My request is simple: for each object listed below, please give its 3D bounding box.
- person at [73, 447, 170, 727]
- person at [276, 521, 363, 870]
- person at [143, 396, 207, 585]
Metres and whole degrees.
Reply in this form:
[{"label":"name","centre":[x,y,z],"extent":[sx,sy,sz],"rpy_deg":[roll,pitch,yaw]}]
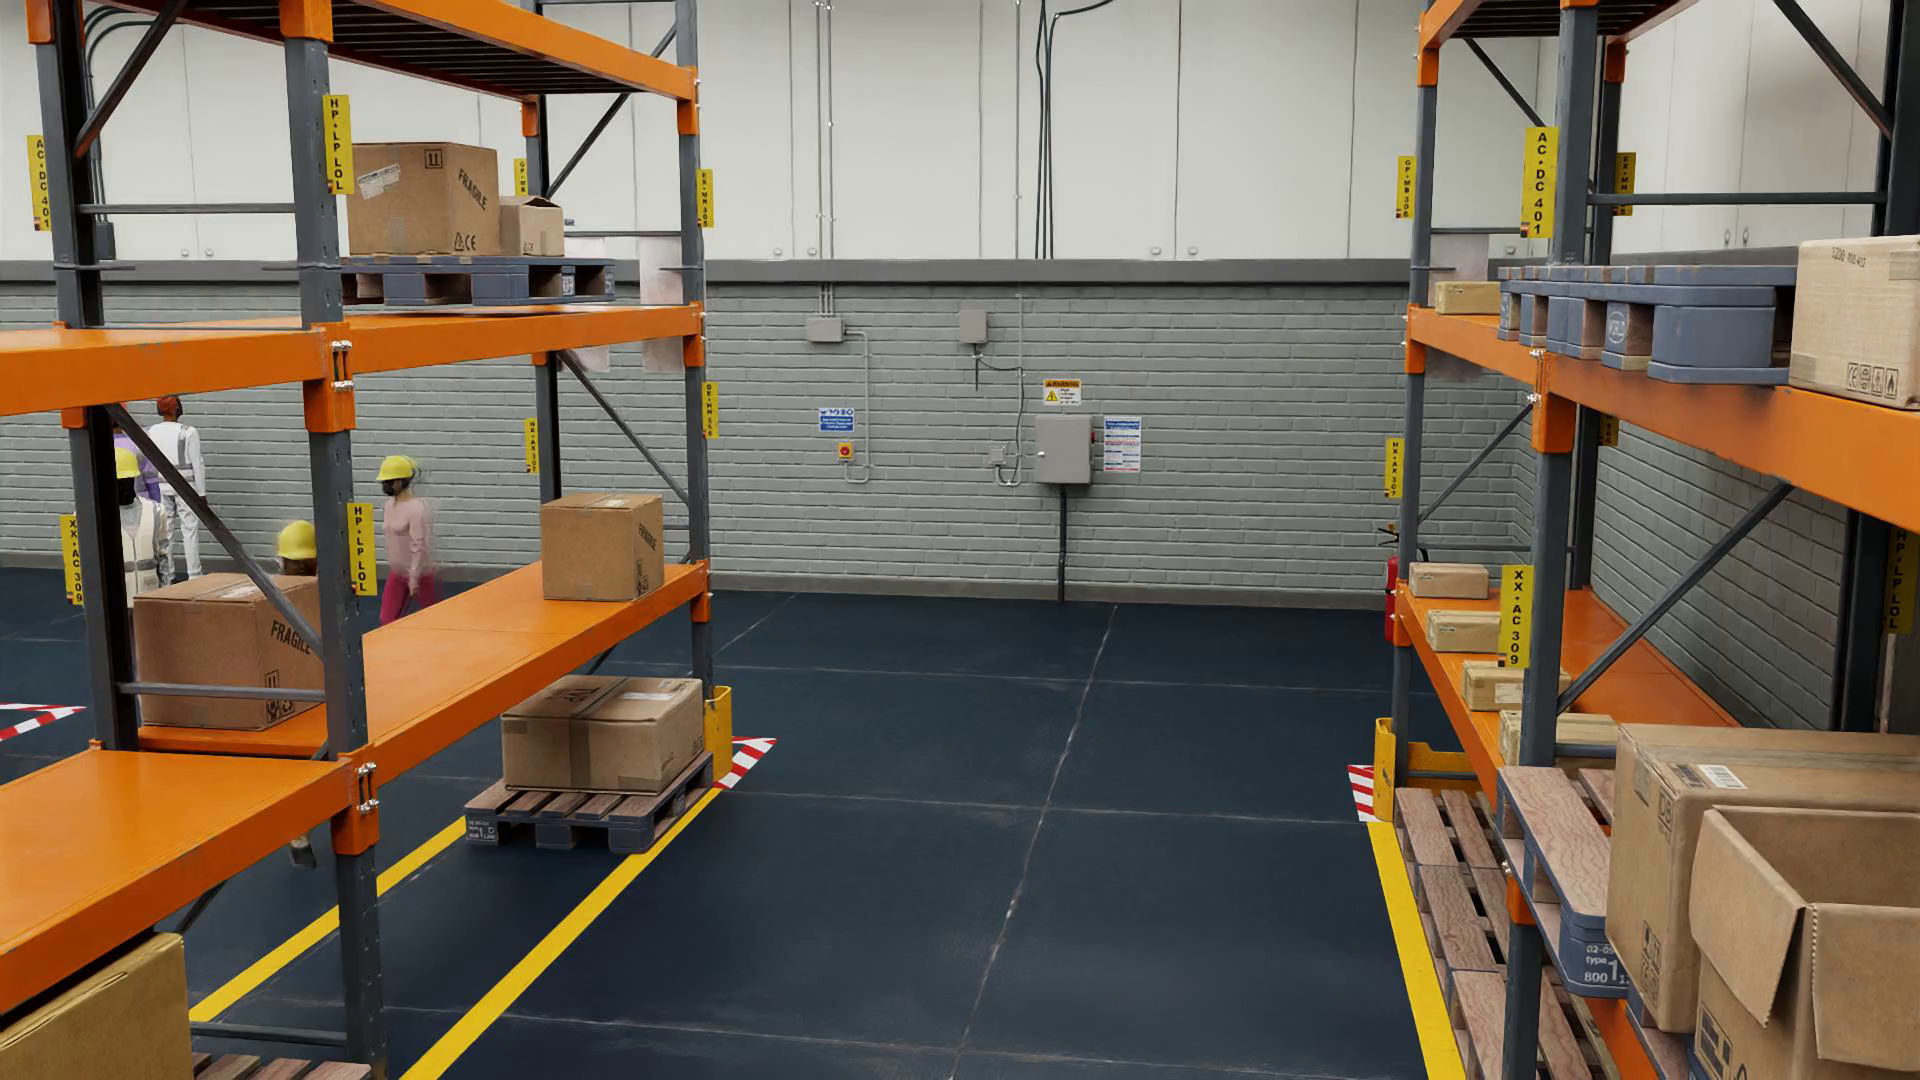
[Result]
[{"label":"person","centre":[-5.274,0.372,10.551],"extent":[0.367,1.928,0.584],"rpy_deg":[7,12,38]},{"label":"person","centre":[-3.228,0.808,8.249],"extent":[0.609,1.805,0.789],"rpy_deg":[-5,11,-29]},{"label":"person","centre":[-7.449,-0.461,15.825],"extent":[0.574,1.885,0.356],"rpy_deg":[0,9,3]}]
